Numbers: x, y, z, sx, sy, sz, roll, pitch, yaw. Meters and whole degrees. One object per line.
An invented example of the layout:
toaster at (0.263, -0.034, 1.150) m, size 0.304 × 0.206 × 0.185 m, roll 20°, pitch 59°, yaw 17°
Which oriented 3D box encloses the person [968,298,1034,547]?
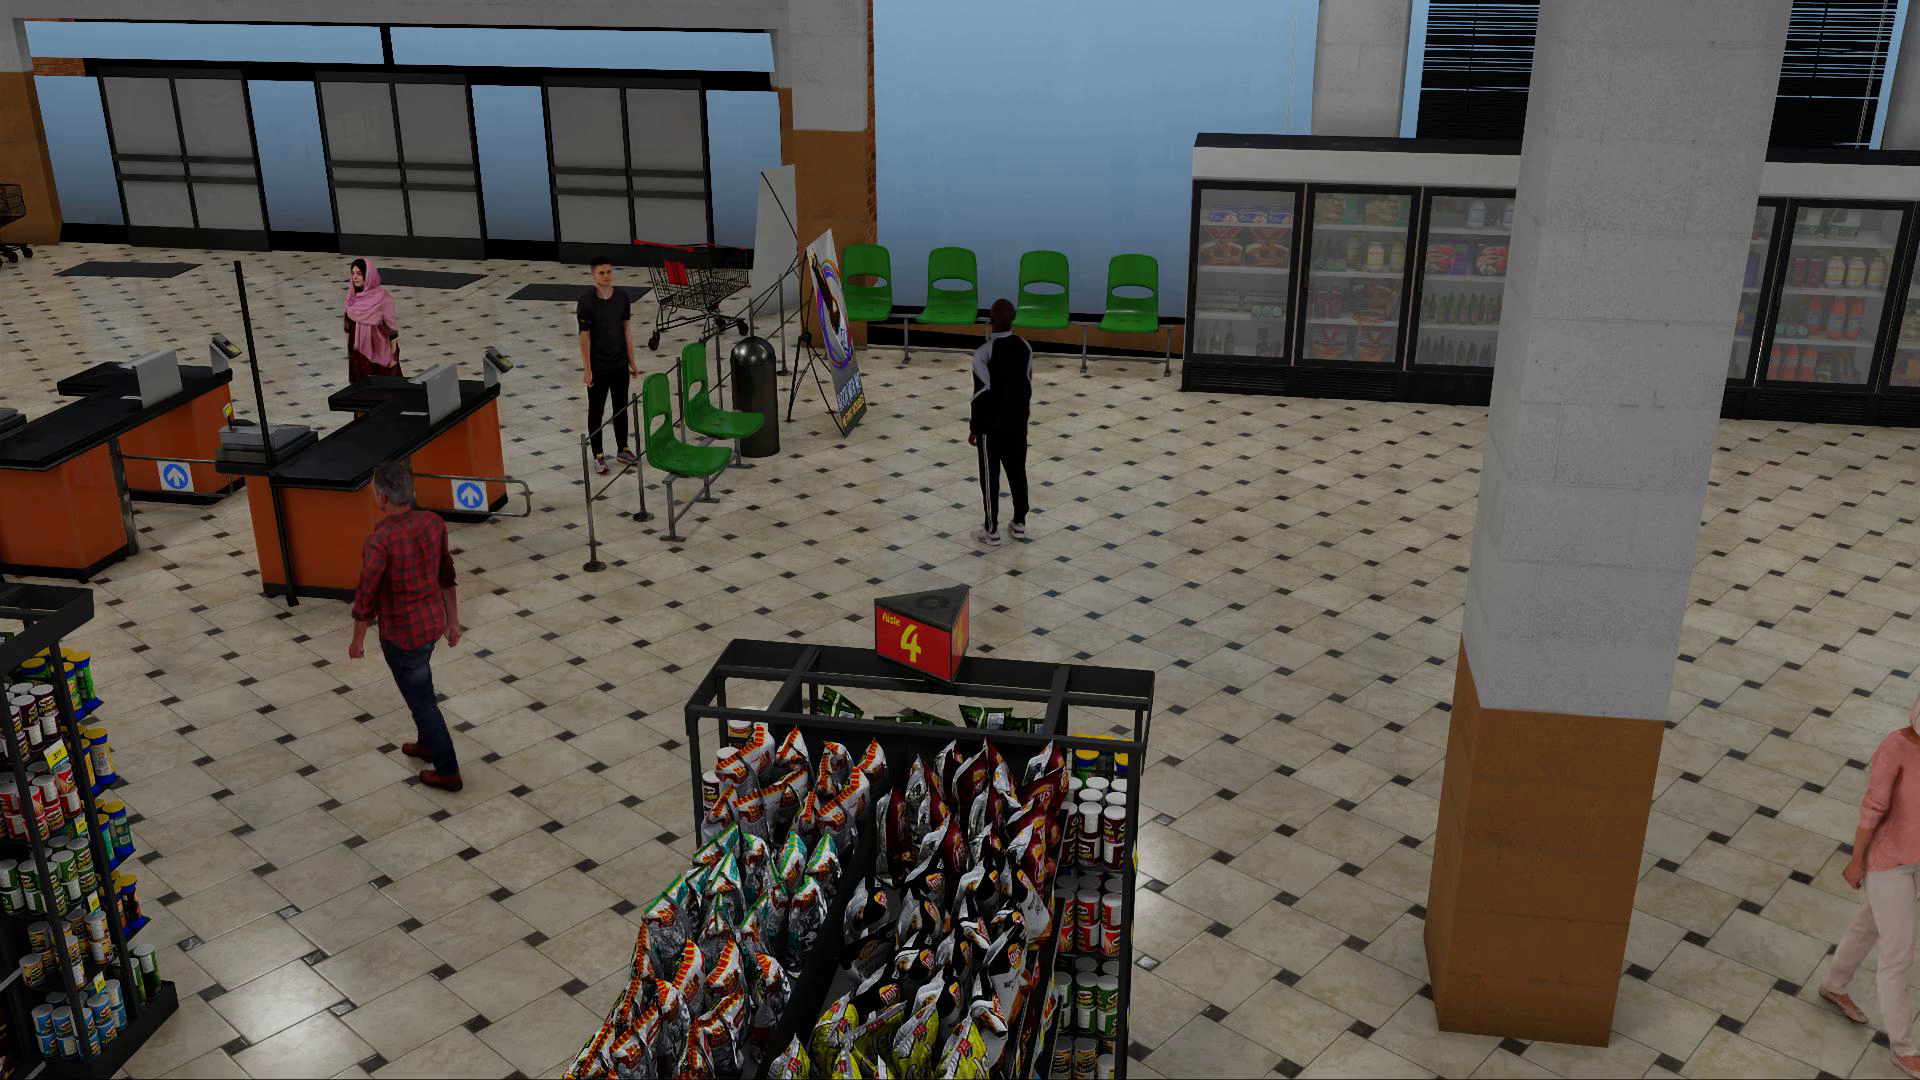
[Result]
person at (0.309, -0.860, 12.030) m, size 0.734 × 1.828 × 0.768 m, roll -12°, pitch 25°, yaw -27°

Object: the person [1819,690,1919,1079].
person at (3.837, 1.271, 6.892) m, size 0.870 × 1.703 × 1.040 m, roll -7°, pitch 23°, yaw -16°

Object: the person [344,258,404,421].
person at (-4.969, -1.586, 14.091) m, size 0.659 × 1.637 × 0.596 m, roll 5°, pitch 22°, yaw 12°

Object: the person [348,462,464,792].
person at (-2.801, 0.486, 8.700) m, size 0.864 × 1.812 × 0.822 m, roll 10°, pitch 24°, yaw 23°

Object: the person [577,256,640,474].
person at (-2.869, -1.442, 13.566) m, size 0.686 × 1.763 × 0.775 m, roll -18°, pitch 28°, yaw -38°
